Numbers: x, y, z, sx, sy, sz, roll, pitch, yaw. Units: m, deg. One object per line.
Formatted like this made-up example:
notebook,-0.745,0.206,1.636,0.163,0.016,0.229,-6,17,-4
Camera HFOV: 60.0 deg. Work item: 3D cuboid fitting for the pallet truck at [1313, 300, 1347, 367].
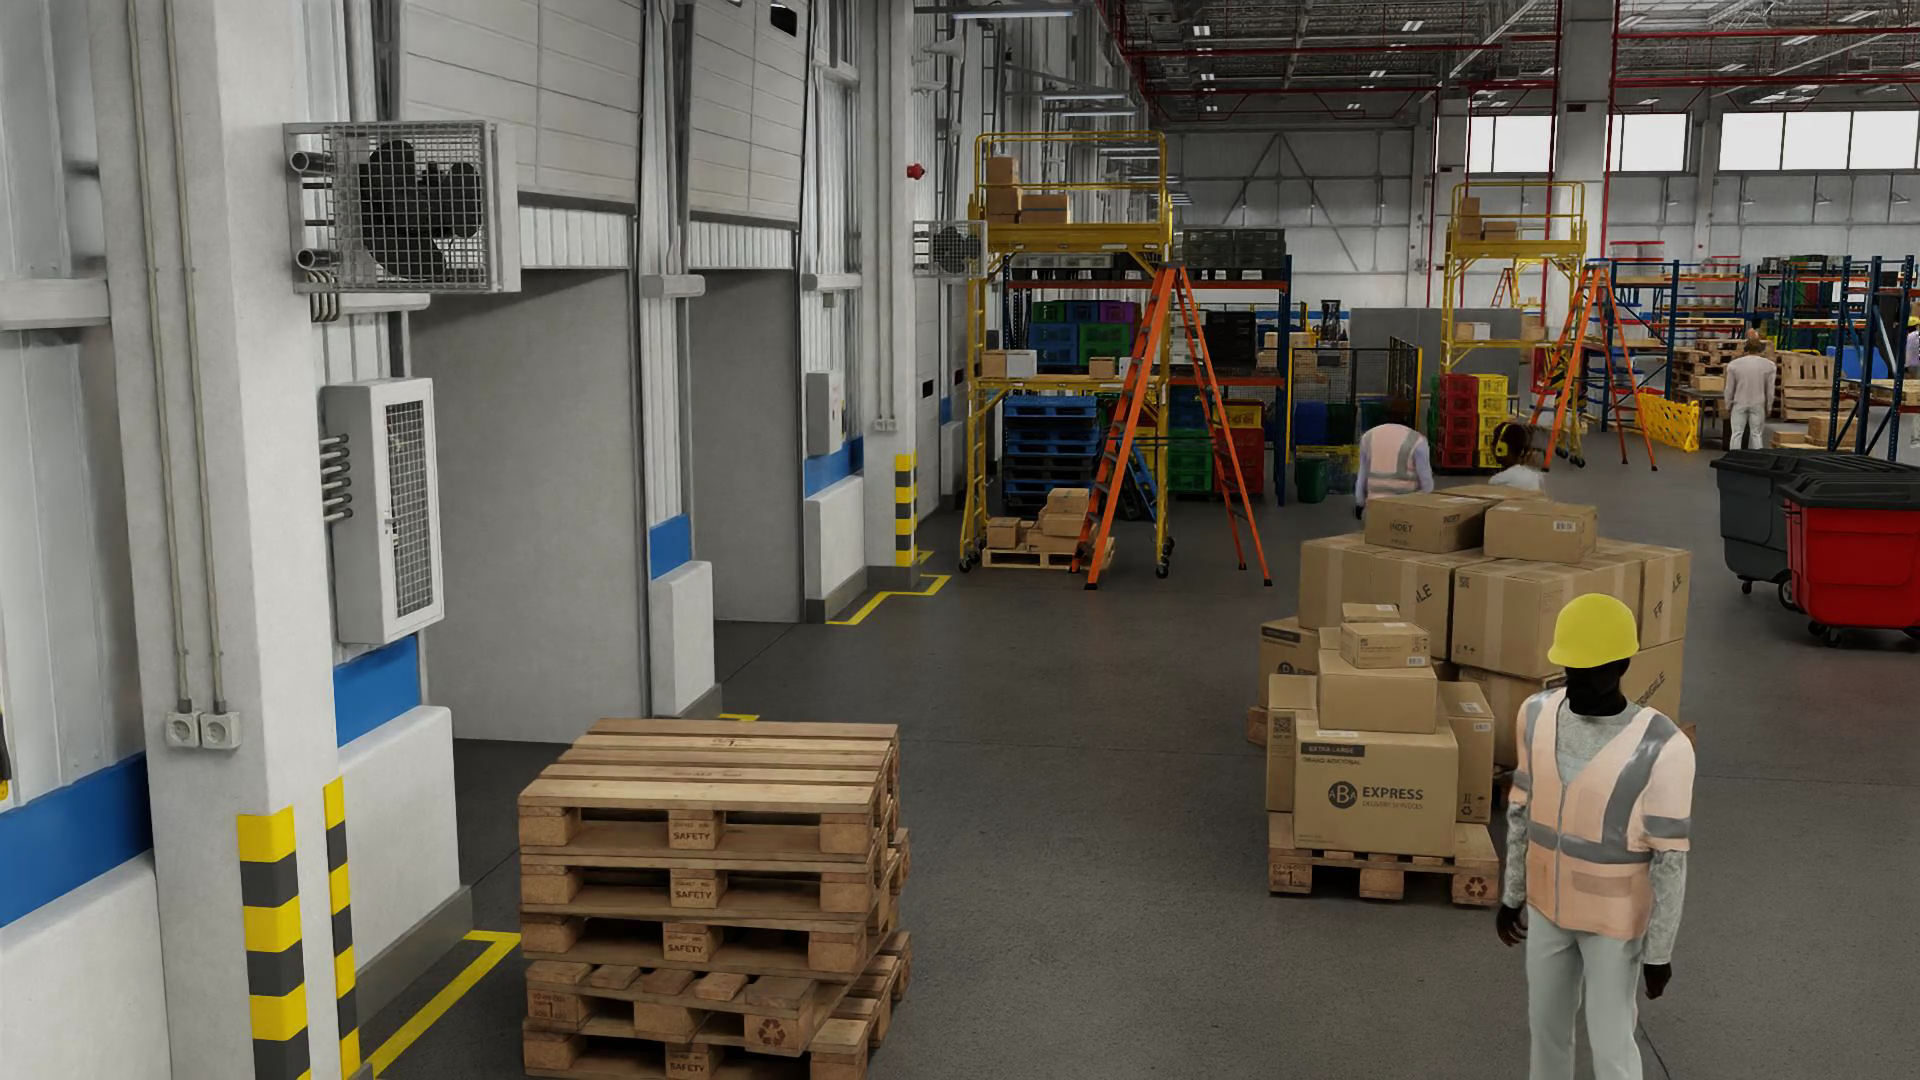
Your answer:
pallet truck,11.159,-6.200,49.718,0.823,1.965,1.885,4,10,26

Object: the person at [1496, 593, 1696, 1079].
person,1.865,1.097,4.970,0.392,1.918,0.587,-6,11,-32

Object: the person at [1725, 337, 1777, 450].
person,10.955,-1.849,23.100,0.631,1.931,0.365,4,10,21

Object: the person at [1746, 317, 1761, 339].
person,19.961,-4.783,41.974,0.368,1.680,0.557,8,12,39

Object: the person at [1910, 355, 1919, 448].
person,15.522,-2.337,26.714,0.321,1.736,0.488,5,10,27

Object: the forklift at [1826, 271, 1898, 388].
forklift,21.069,-4.771,38.191,1.873,2.768,1.129,1,9,9

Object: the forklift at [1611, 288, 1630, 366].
forklift,17.816,-6.092,46.339,1.873,2.768,1.129,-5,11,-30

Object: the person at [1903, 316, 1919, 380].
person,19.668,-3.676,34.445,0.671,1.908,0.484,-6,11,-32

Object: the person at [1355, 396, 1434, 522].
person,3.720,-0.320,14.075,0.978,1.789,0.651,-8,12,-41

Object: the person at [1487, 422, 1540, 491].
person,3.551,0.141,11.100,0.514,1.848,0.712,-9,13,-42
